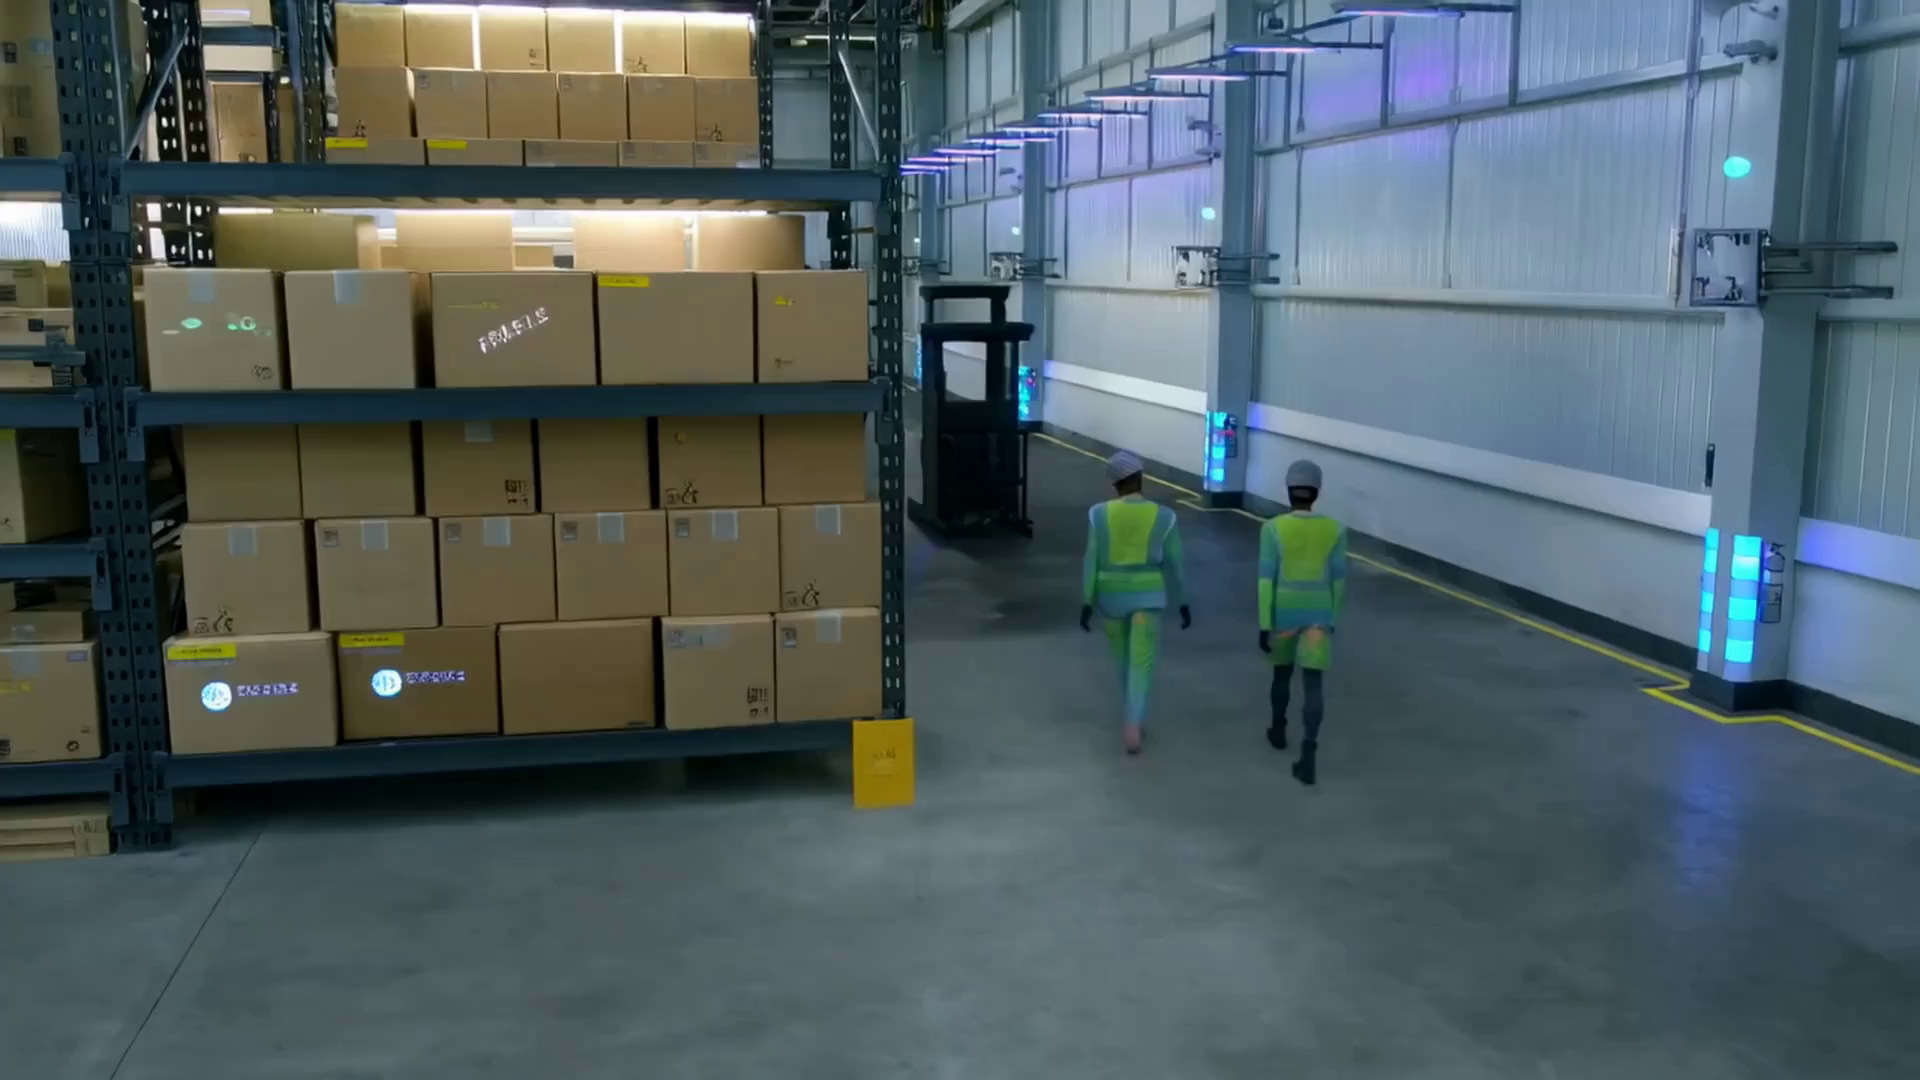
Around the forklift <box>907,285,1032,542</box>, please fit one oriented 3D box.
[{"bbox_3d":[0.055,-1.499,18.937,1.129,2.768,1.873,-2,10,-12],"label":"forklift"}]

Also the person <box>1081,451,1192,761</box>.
[{"bbox_3d":[1.129,0.378,10.518,0.679,1.874,0.998,2,10,15],"label":"person"}]

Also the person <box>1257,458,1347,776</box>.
[{"bbox_3d":[2.077,0.449,10.120,0.543,1.881,1.031,1,9,5],"label":"person"}]
